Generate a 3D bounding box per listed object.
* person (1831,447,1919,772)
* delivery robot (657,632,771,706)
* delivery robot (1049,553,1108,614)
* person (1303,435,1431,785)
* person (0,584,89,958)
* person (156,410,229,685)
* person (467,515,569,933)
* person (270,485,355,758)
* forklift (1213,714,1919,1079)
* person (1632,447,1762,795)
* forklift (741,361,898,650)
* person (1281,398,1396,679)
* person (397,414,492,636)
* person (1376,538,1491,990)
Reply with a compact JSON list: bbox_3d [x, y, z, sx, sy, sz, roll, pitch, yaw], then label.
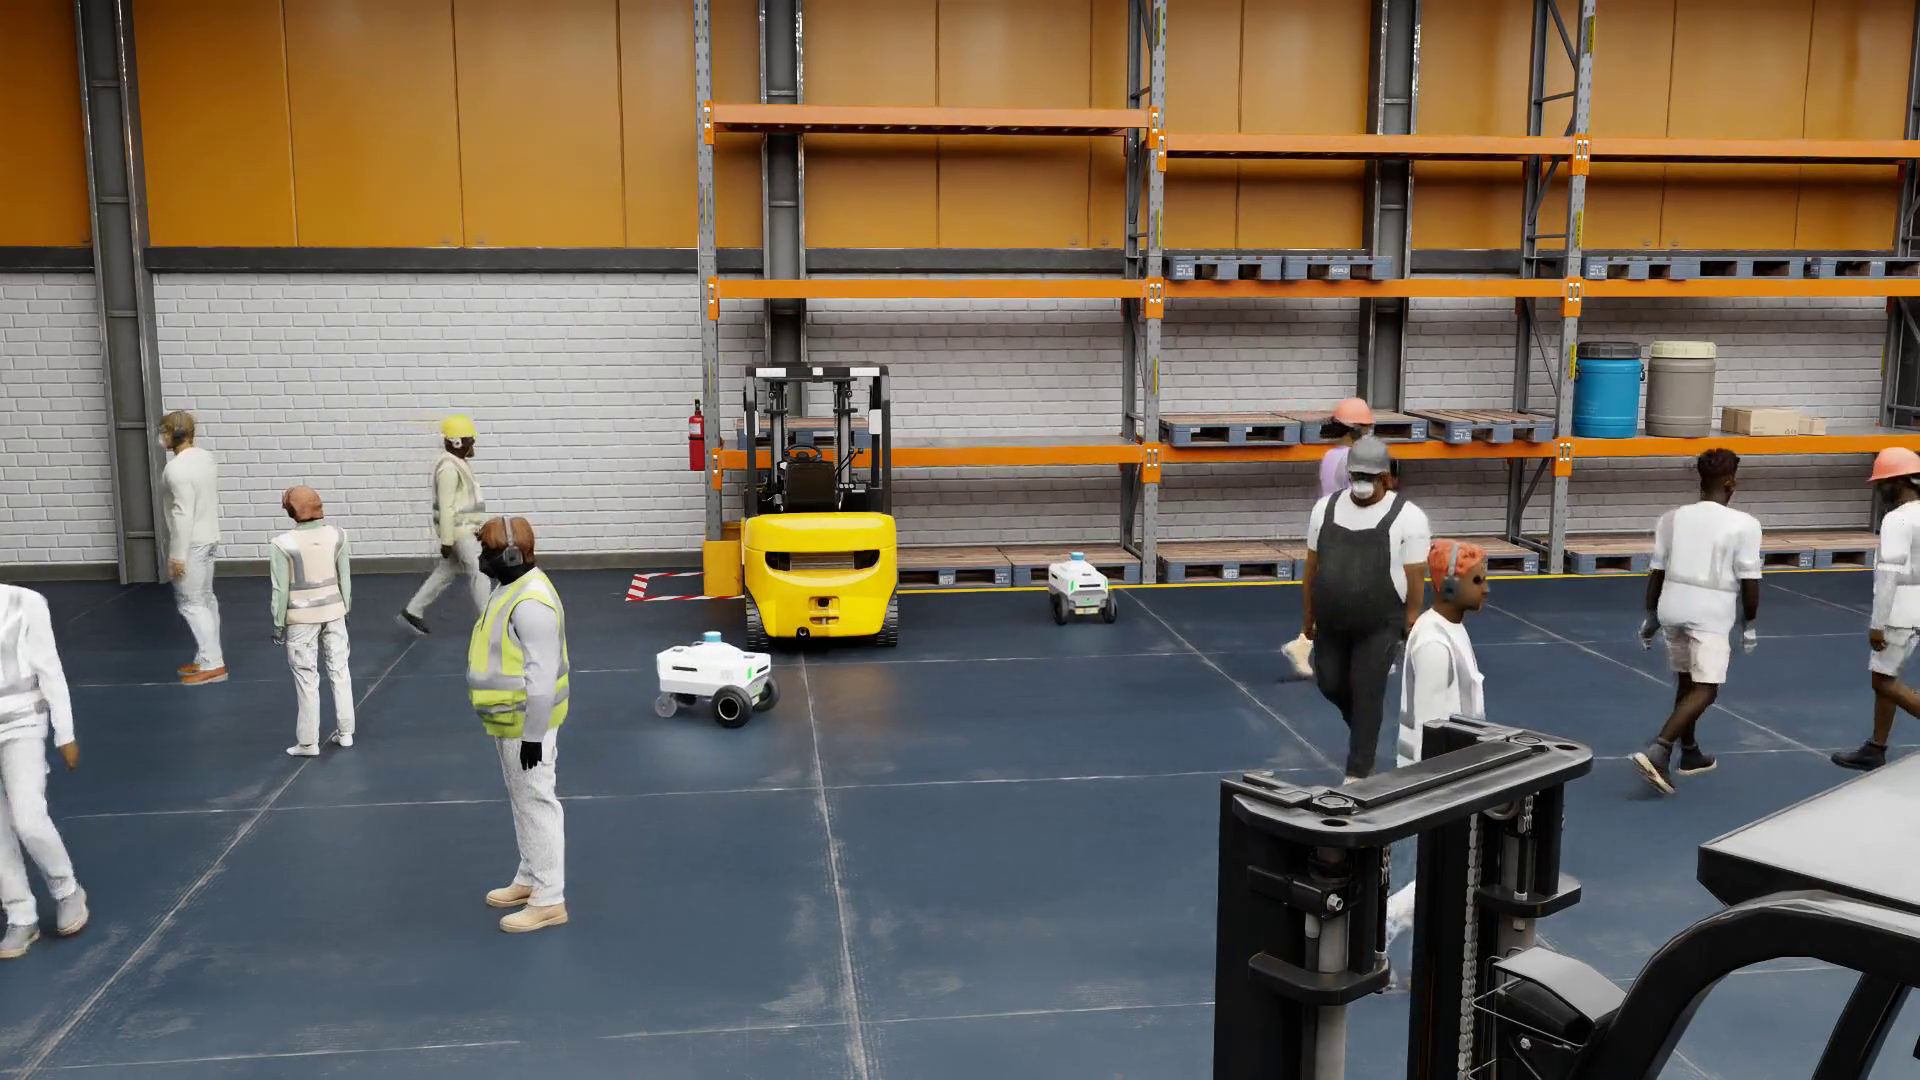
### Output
[{"bbox_3d":[5.421,0.441,9.406,0.605,1.900,0.727,-8,12,-39],"label":"person"},{"bbox_3d":[-1.602,0.839,10.799,0.707,0.478,0.477,3,10,19],"label":"delivery robot"},{"bbox_3d":[0.981,0.348,13.878,0.477,0.478,0.707,-2,9,-12],"label":"delivery robot"},{"bbox_3d":[2.287,0.380,9.351,0.696,2.000,0.795,7,11,37],"label":"person"},{"bbox_3d":[-4.087,0.839,7.070,0.624,1.862,0.414,0,9,-1],"label":"person"},{"bbox_3d":[-5.410,0.053,11.739,0.483,1.934,0.676,-1,9,-7],"label":"person"},{"bbox_3d":[-1.950,0.799,7.361,0.429,1.839,0.634,-4,10,-23],"label":"person"},{"bbox_3d":[-3.870,0.484,9.951,0.310,1.640,0.514,7,11,37],"label":"person"},{"bbox_3d":[1.441,1.425,2.350,1.214,2.155,2.313,-7,12,-39],"label":"forklift"},{"bbox_3d":[4.081,0.444,9.329,0.859,1.930,0.633,-6,11,-32],"label":"person"},{"bbox_3d":[-1.154,-0.340,13.365,1.214,2.155,2.313,-1,9,-7],"label":"forklift"},{"bbox_3d":[2.713,0.002,11.777,0.858,2.020,0.642,-1,9,-4],"label":"person"},{"bbox_3d":[-4.023,-0.101,13.131,0.893,1.802,0.598,-2,9,-15],"label":"person"},{"bbox_3d":[1.868,0.914,6.549,0.529,1.867,0.588,3,10,19],"label":"person"}]
